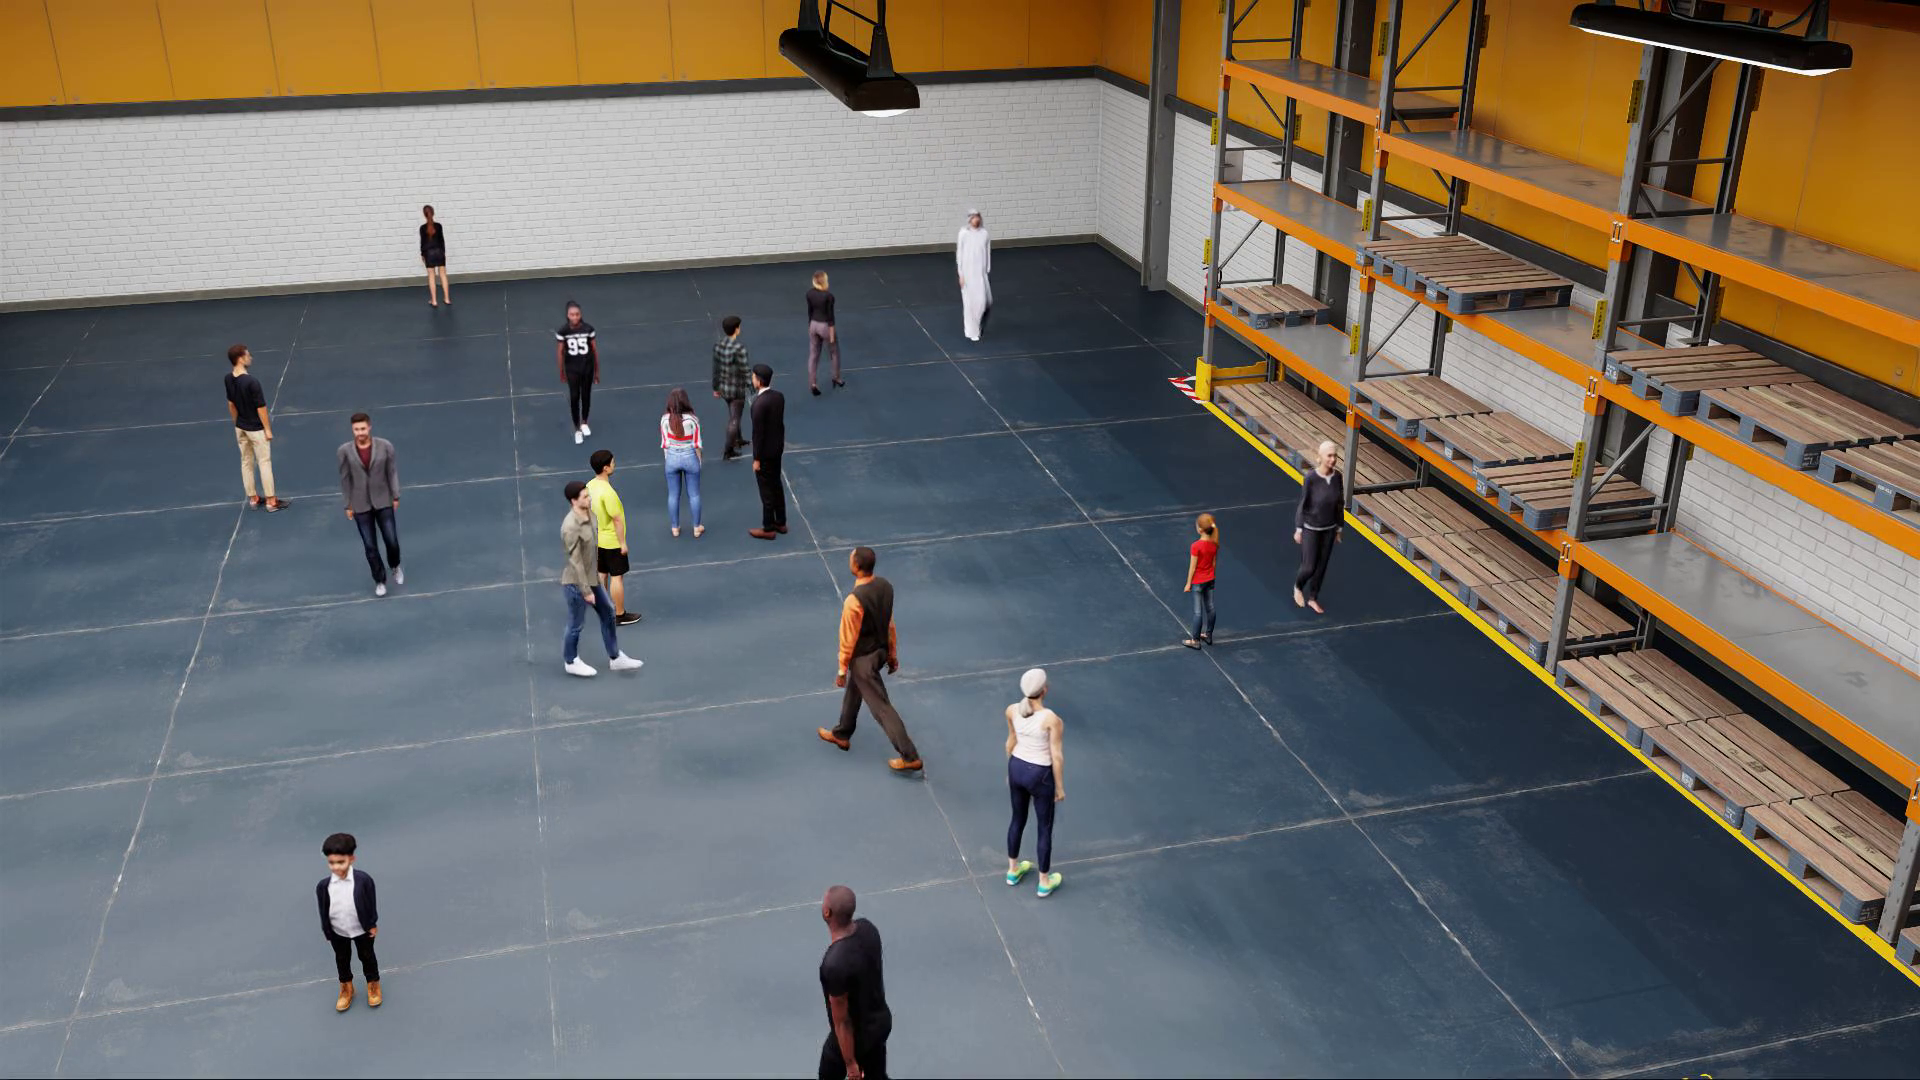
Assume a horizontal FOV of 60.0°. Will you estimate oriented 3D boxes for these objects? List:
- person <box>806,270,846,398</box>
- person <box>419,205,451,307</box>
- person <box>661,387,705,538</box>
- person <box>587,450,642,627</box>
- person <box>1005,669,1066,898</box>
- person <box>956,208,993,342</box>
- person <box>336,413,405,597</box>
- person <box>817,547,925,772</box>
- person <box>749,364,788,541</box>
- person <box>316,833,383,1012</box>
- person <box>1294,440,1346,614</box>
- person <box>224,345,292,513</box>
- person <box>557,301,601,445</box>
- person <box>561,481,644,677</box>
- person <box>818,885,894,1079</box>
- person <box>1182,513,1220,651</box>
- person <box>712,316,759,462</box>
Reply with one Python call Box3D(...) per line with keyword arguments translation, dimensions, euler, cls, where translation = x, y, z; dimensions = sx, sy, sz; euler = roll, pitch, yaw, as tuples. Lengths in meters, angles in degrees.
Box3D(translation=(-1.842, -2.647, 21.590), dimensions=(0.888, 1.649, 0.961), euler=(11, 26, 24), cls="person")
Box3D(translation=(-8.144, -4.422, 25.767), dimensions=(0.580, 1.555, 0.604), euler=(-13, 27, -27), cls="person")
Box3D(translation=(-2.918, -0.822, 17.463), dimensions=(0.638, 1.610, 0.603), euler=(0, 24, 1), cls="person")
Box3D(translation=(-3.287, -0.028, 15.524), dimensions=(0.655, 1.709, 0.763), euler=(20, 31, 39), cls="person")
Box3D(translation=(0.497, 1.682, 11.626), dimensions=(0.674, 1.697, 0.742), euler=(14, 27, 30), cls="person")
Box3D(translation=(0.168, -3.843, 23.997), dimensions=(0.675, 1.912, 0.752), euler=(-7, 25, -16), cls="person")
Box3D(translation=(-5.697, -0.368, 16.114), dimensions=(0.680, 1.859, 0.678), euler=(-7, 25, -16), cls="person")
Box3D(translation=(-0.639, 0.980, 13.022), dimensions=(1.338, 1.865, 1.263), euler=(14, 27, 28), cls="person")
Box3D(translation=(-1.990, -0.931, 17.381), dimensions=(0.844, 1.876, 0.747), euler=(9, 25, 21), cls="person")
Box3D(translation=(-3.876, 2.405, 10.560), dimensions=(0.514, 1.226, 0.510), euler=(-4, 24, -9), cls="person")
Box3D(translation=(3.371, -0.157, 15.807), dimensions=(0.644, 1.719, 0.606), euler=(-7, 25, -16), cls="person")
Box3D(translation=(-7.694, -1.210, 18.044), dimensions=(0.707, 1.856, 0.737), euler=(10, 25, 21), cls="person")
Box3D(translation=(-4.642, -2.078, 20.217), dimensions=(0.679, 1.705, 0.868), euler=(-10, 26, -22), cls="person")
Box3D(translation=(-3.373, 0.349, 14.500), dimensions=(1.019, 1.838, 1.014), euler=(5, 24, 12), cls="person")
Box3D(translation=(-0.486, 2.749, 9.083), dimensions=(1.058, 1.779, 1.001), euler=(9, 25, 20), cls="person")
Box3D(translation=(2.213, 0.367, 15.117), dimensions=(0.543, 1.311, 0.578), euler=(-15, 28, -31), cls="person")
Box3D(translation=(-2.711, -1.752, 19.394), dimensions=(0.920, 1.698, 0.935), euler=(20, 31, 38), cls="person")
